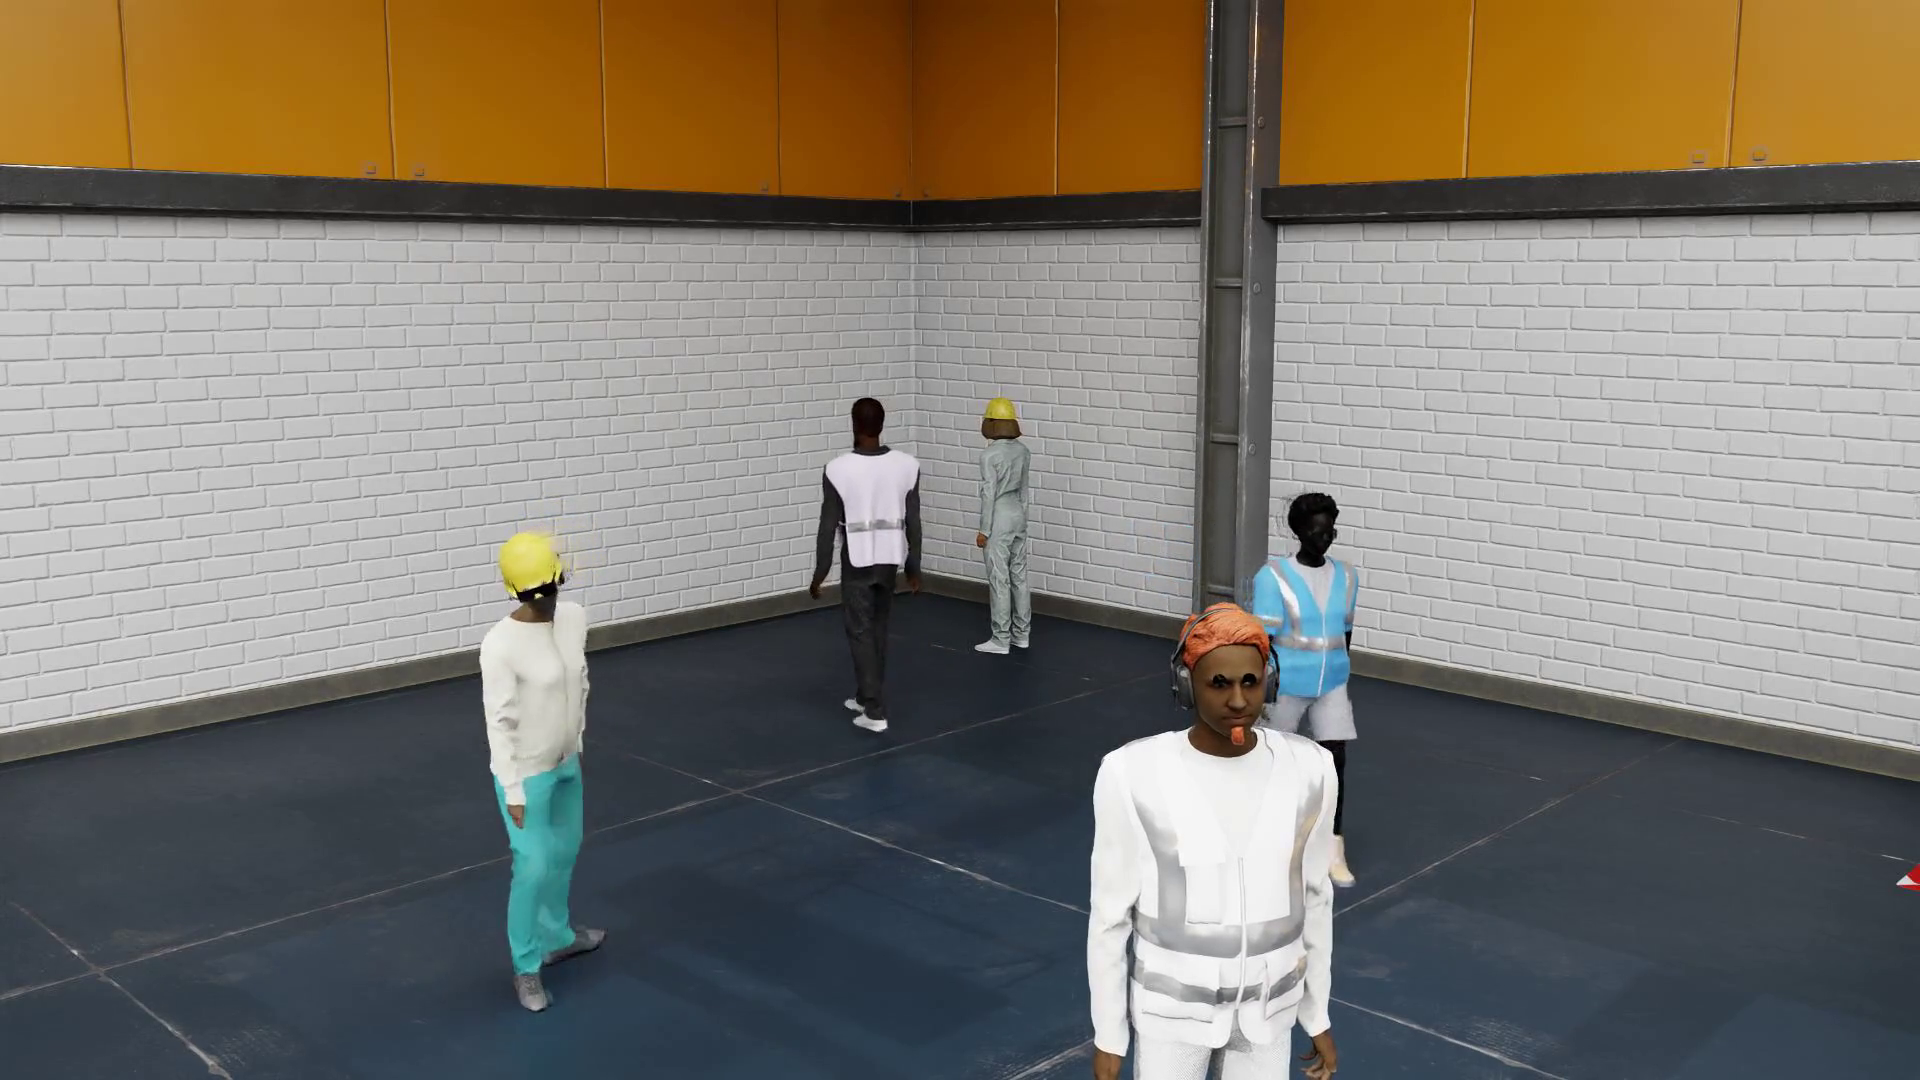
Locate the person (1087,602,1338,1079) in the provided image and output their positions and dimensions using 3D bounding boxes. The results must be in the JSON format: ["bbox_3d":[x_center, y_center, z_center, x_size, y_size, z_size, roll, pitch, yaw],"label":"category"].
[{"bbox_3d":[0.569,1.071,3.726,0.583,1.882,0.350,-2,9,-12],"label":"person"}]

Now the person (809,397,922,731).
[{"bbox_3d":[-0.550,0.132,9.527,0.621,1.910,0.576,-6,11,-31],"label":"person"}]

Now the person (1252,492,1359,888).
[{"bbox_3d":[1.480,0.598,7.297,0.531,1.669,0.826,-3,10,-16],"label":"person"}]

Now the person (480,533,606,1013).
[{"bbox_3d":[-1.463,0.792,5.939,0.417,1.719,0.682,4,10,22],"label":"person"}]

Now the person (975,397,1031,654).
[{"bbox_3d":[0.279,-0.101,11.340,0.317,1.742,0.492,8,12,39],"label":"person"}]
